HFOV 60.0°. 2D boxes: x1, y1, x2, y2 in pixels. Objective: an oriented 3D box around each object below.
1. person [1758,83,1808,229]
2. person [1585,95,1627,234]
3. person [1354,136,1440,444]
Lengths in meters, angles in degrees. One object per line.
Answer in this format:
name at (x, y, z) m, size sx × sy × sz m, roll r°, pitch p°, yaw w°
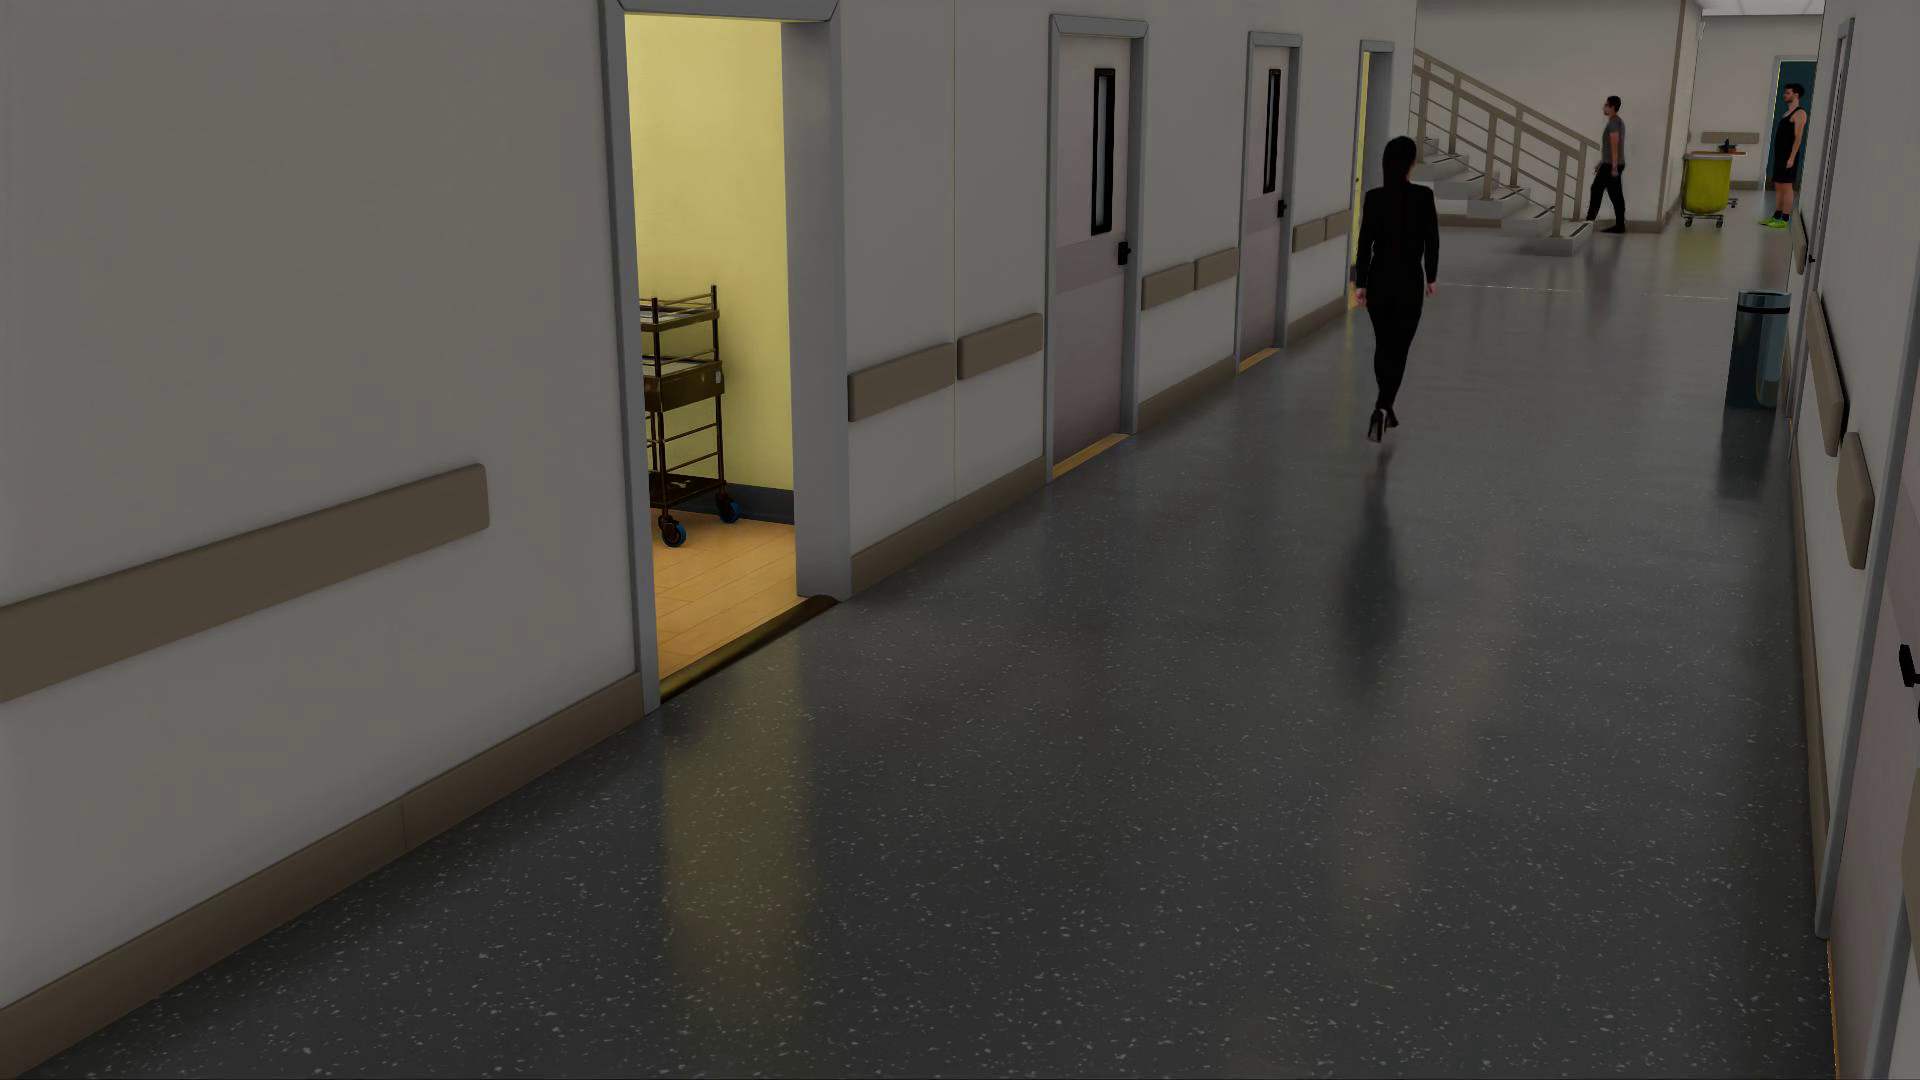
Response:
person at (11.148, -5.181, 22.416) m, size 0.713 × 1.892 × 0.757 m, roll 1°, pitch 16°, yaw 4°
person at (8.485, -4.815, 21.414) m, size 0.897 × 1.731 × 0.636 m, roll 8°, pitch 18°, yaw 27°
person at (2.386, -1.330, 9.158) m, size 0.986 × 1.674 × 0.673 m, roll 9°, pitch 18°, yaw 28°
